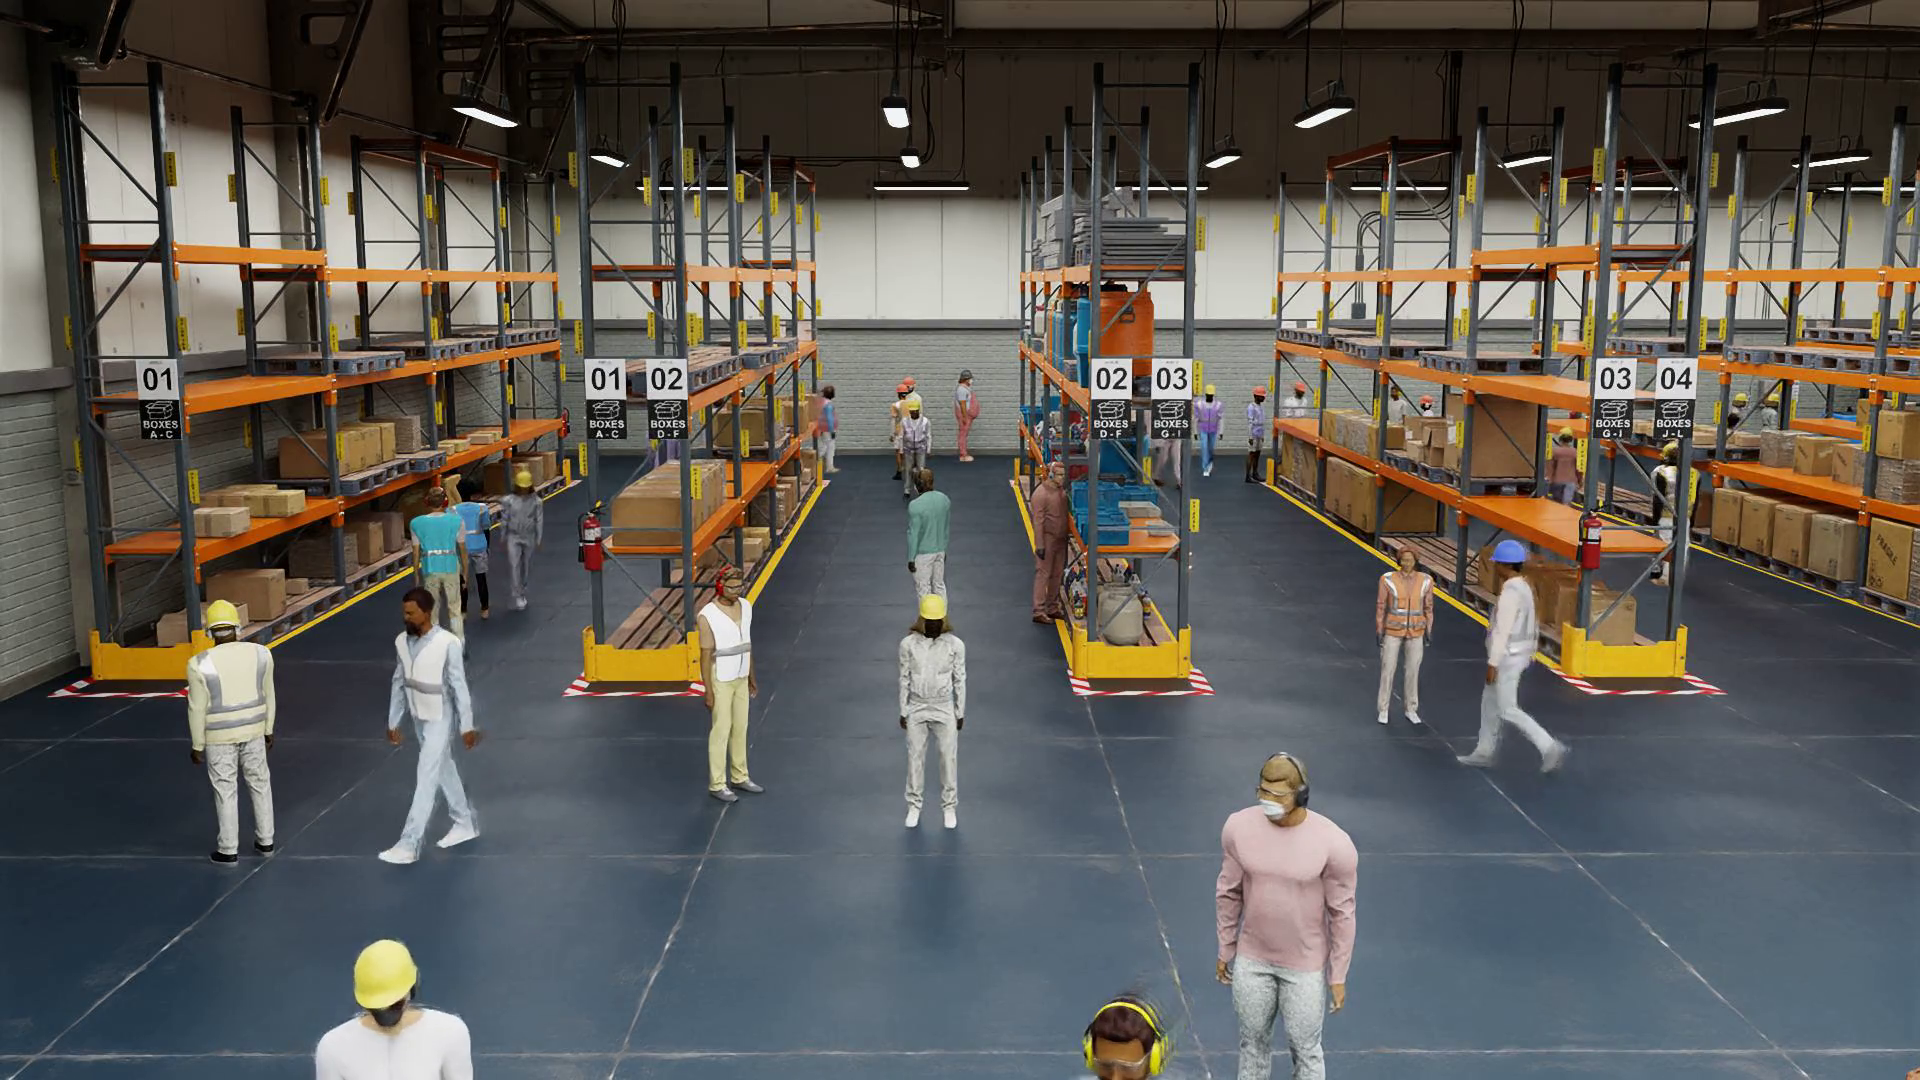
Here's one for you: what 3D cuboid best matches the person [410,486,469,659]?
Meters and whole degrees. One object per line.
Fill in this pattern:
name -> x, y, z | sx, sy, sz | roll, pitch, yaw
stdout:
person -> -5.448, 0.361, 17.439 | 0.564, 1.847, 0.388 | -2, 9, -15

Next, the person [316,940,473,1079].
person -> -2.014, 2.199, 5.992 | 0.557, 1.734, 0.710 | -3, 9, -18

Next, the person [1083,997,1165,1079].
person -> 0.532, 2.270, 5.216 | 0.525, 1.841, 0.886 | 2, 9, 14

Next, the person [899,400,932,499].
person -> -0.823, -1.646, 30.401 | 0.599, 1.830, 0.403 | 1, 9, 4

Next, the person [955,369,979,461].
person -> 0.162, -2.774, 36.990 | 0.536, 2.000, 0.672 | 0, 9, 2

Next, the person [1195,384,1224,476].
person -> 5.119, -2.280, 34.272 | 0.590, 1.903, 0.724 | 0, 9, 2

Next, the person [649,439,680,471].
person -> -4.786, -1.157, 27.171 | 0.645, 1.882, 1.068 | 0, 9, 3

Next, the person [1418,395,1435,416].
person -> 9.179, -1.985, 32.819 | 0.321, 1.755, 0.563 | 3, 9, 19

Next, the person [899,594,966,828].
person -> -0.203, 1.246, 12.120 | 0.486, 1.737, 0.320 | 1, 9, 5

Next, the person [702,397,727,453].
person -> -4.602, -1.856, 31.780 | 0.641, 1.831, 0.430 | -1, 9, -5

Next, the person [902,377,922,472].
person -> -1.044, -2.408, 34.793 | 0.393, 1.988, 0.623 | -7, 11, -38

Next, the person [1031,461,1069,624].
person -> 1.087, 0.027, 19.447 | 0.400, 1.900, 0.647 | 6, 11, 34

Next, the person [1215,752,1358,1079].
person -> 1.433, 1.876, 7.408 | 0.634, 1.936, 0.351 | 5, 10, 32

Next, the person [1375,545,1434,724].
person -> 3.999, 0.849, 14.979 | 0.521, 1.636, 0.311 | 0, 9, 1

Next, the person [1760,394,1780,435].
person -> 16.356, -2.092, 33.593 | 0.324, 1.730, 0.494 | 0, 9, 0

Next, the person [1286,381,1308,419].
person -> 7.050, -2.384, 34.884 | 0.589, 1.913, 0.520 | -4, 10, -26

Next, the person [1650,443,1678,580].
person -> 9.477, -0.381, 22.250 | 0.598, 1.836, 0.404 | -6, 11, -35

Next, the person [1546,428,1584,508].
person -> 9.424, -0.891, 25.941 | 0.528, 1.710, 0.946 | 4, 10, 26

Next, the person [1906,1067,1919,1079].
person -> 2.978, 2.391, 5.103 | 0.287, 1.627, 0.497 | 5, 10, 27

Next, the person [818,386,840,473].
person -> -2.746, -2.298, 34.614 | 0.455, 1.824, 0.645 | -3, 9, -20

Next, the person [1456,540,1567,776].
person -> 4.473, 0.954, 13.399 | 0.796, 1.921, 0.614 | 4, 10, 22

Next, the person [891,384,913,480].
person -> -1.150, -2.170, 33.438 | 0.547, 1.936, 0.366 | -5, 10, -31

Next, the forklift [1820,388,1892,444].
forklift -> 20.072, -3.110, 36.462 | 1.873, 2.768, 1.129 | 0, 9, 0

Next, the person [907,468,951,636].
person -> -0.359, 0.158, 18.506 | 0.377, 1.929, 0.633 | 8, 12, 40

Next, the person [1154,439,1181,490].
person -> 4.017, -1.906, 32.060 | 0.704, 1.845, 0.965 | -3, 9, -19

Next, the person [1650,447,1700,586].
person -> 9.357, -0.301, 21.844 | 0.635, 1.831, 0.518 | -2, 9, -13

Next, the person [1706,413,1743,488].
person -> 12.706, -1.184, 27.487 | 0.521, 1.827, 0.950 | 1, 9, 4

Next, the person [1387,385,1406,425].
person -> 9.000, -2.272, 34.364 | 0.339, 1.859, 0.502 | -6, 11, -35

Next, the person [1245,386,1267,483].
person -> 5.885, -2.082, 32.898 | 0.380, 1.928, 0.546 | 6, 11, 35

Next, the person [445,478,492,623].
person -> -5.746, 0.122, 19.466 | 0.533, 1.697, 0.318 | -5, 10, -29

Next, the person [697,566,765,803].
person -> -1.791, 1.096, 12.783 | 0.410, 1.831, 0.570 | 5, 10, 30

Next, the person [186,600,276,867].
person -> -4.975, 1.316, 11.364 | 0.404, 1.828, 0.591 | 8, 12, 43

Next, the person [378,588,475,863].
person -> -3.746, 1.270, 11.464 | 0.627, 1.878, 0.947 | 6, 11, 35

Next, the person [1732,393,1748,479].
person -> 15.749, -2.109, 33.704 | 0.343, 1.735, 0.483 | 5, 10, 28

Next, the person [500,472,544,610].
person -> -5.292, 0.012, 20.170 | 0.504, 1.681, 0.924 | -4, 10, -23
